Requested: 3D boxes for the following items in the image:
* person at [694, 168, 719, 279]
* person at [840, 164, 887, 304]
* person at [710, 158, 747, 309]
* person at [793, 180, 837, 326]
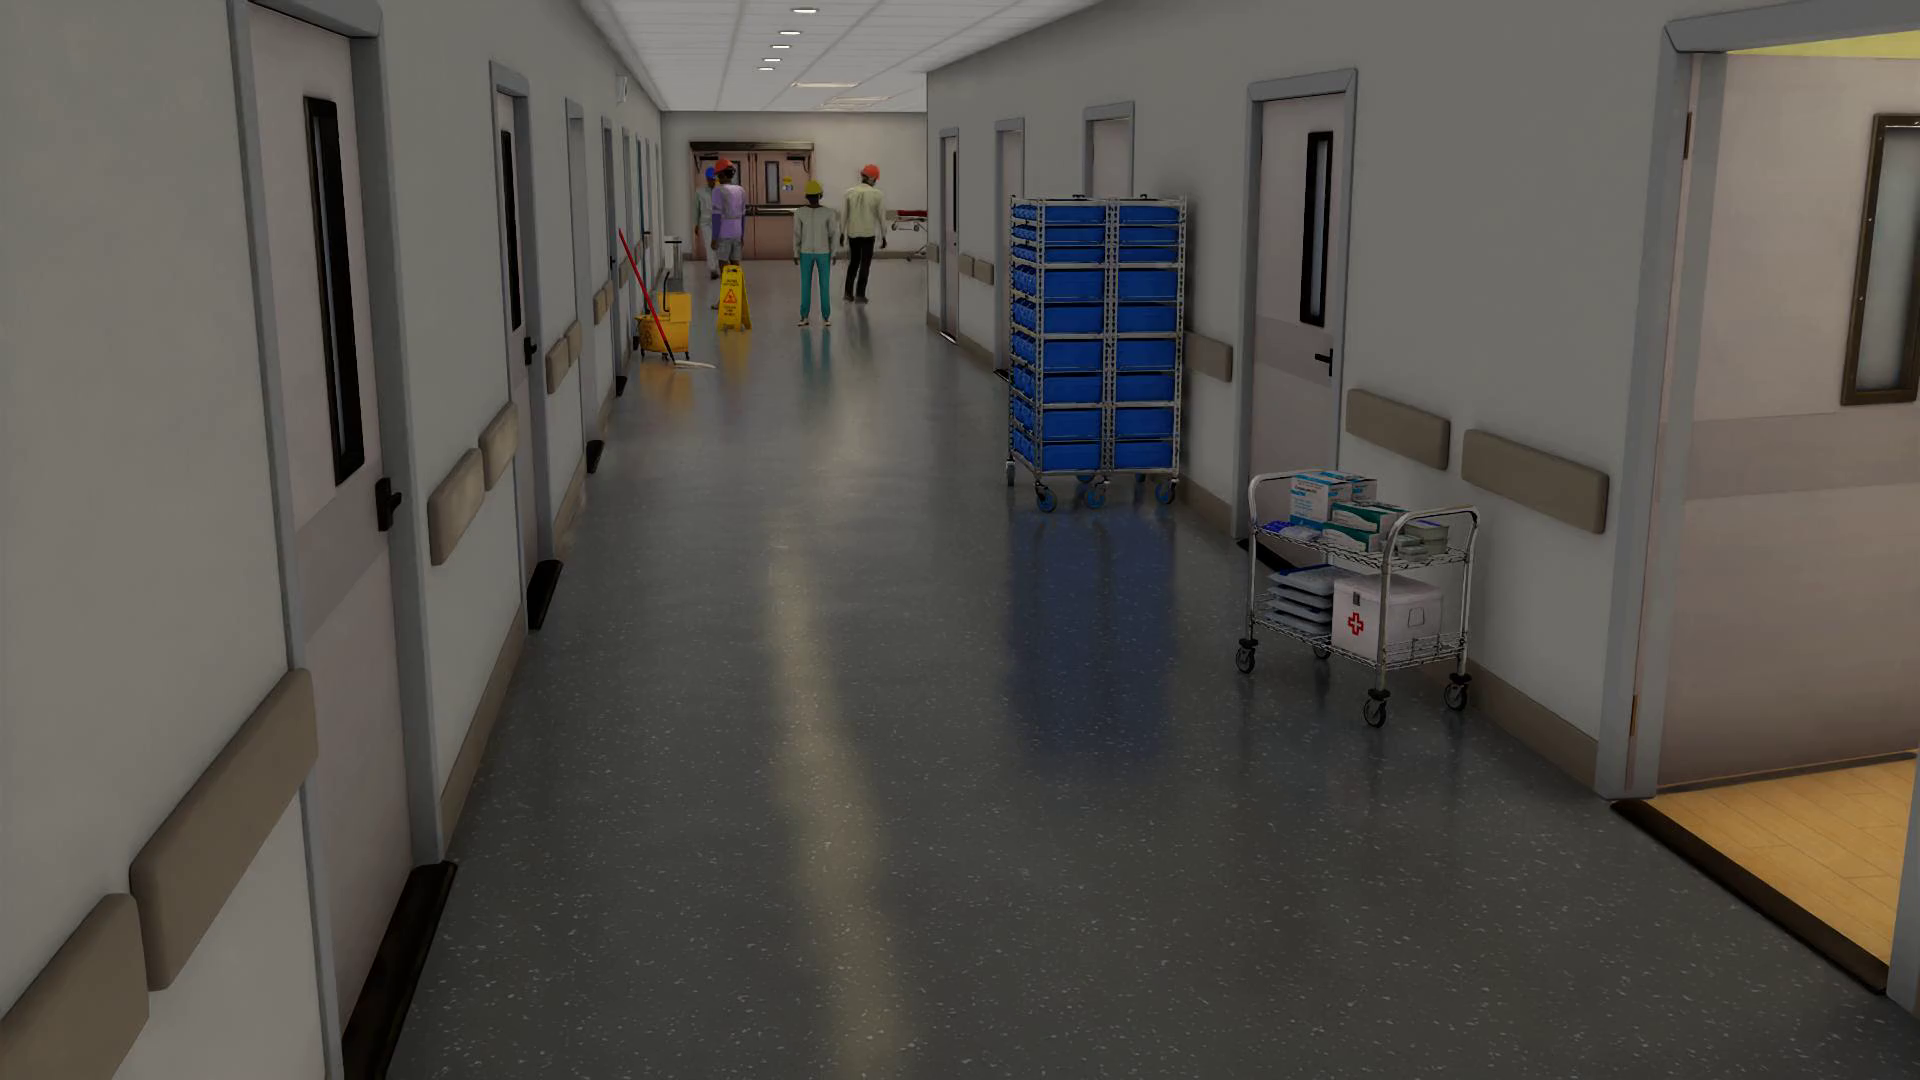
[{"bbox_3d":[-4.263,-5.469,28.771,0.630,1.895,0.994,-4,13,-18],"label":"person"},{"bbox_3d":[-1.356,-4.341,23.628,0.641,1.947,0.573,4,13,19],"label":"person"},{"bbox_3d":[-3.165,-4.148,22.612,0.410,2.028,0.617,9,15,34],"label":"person"},{"bbox_3d":[-1.765,-3.483,20.237,0.533,1.765,0.330,0,13,1],"label":"person"}]
